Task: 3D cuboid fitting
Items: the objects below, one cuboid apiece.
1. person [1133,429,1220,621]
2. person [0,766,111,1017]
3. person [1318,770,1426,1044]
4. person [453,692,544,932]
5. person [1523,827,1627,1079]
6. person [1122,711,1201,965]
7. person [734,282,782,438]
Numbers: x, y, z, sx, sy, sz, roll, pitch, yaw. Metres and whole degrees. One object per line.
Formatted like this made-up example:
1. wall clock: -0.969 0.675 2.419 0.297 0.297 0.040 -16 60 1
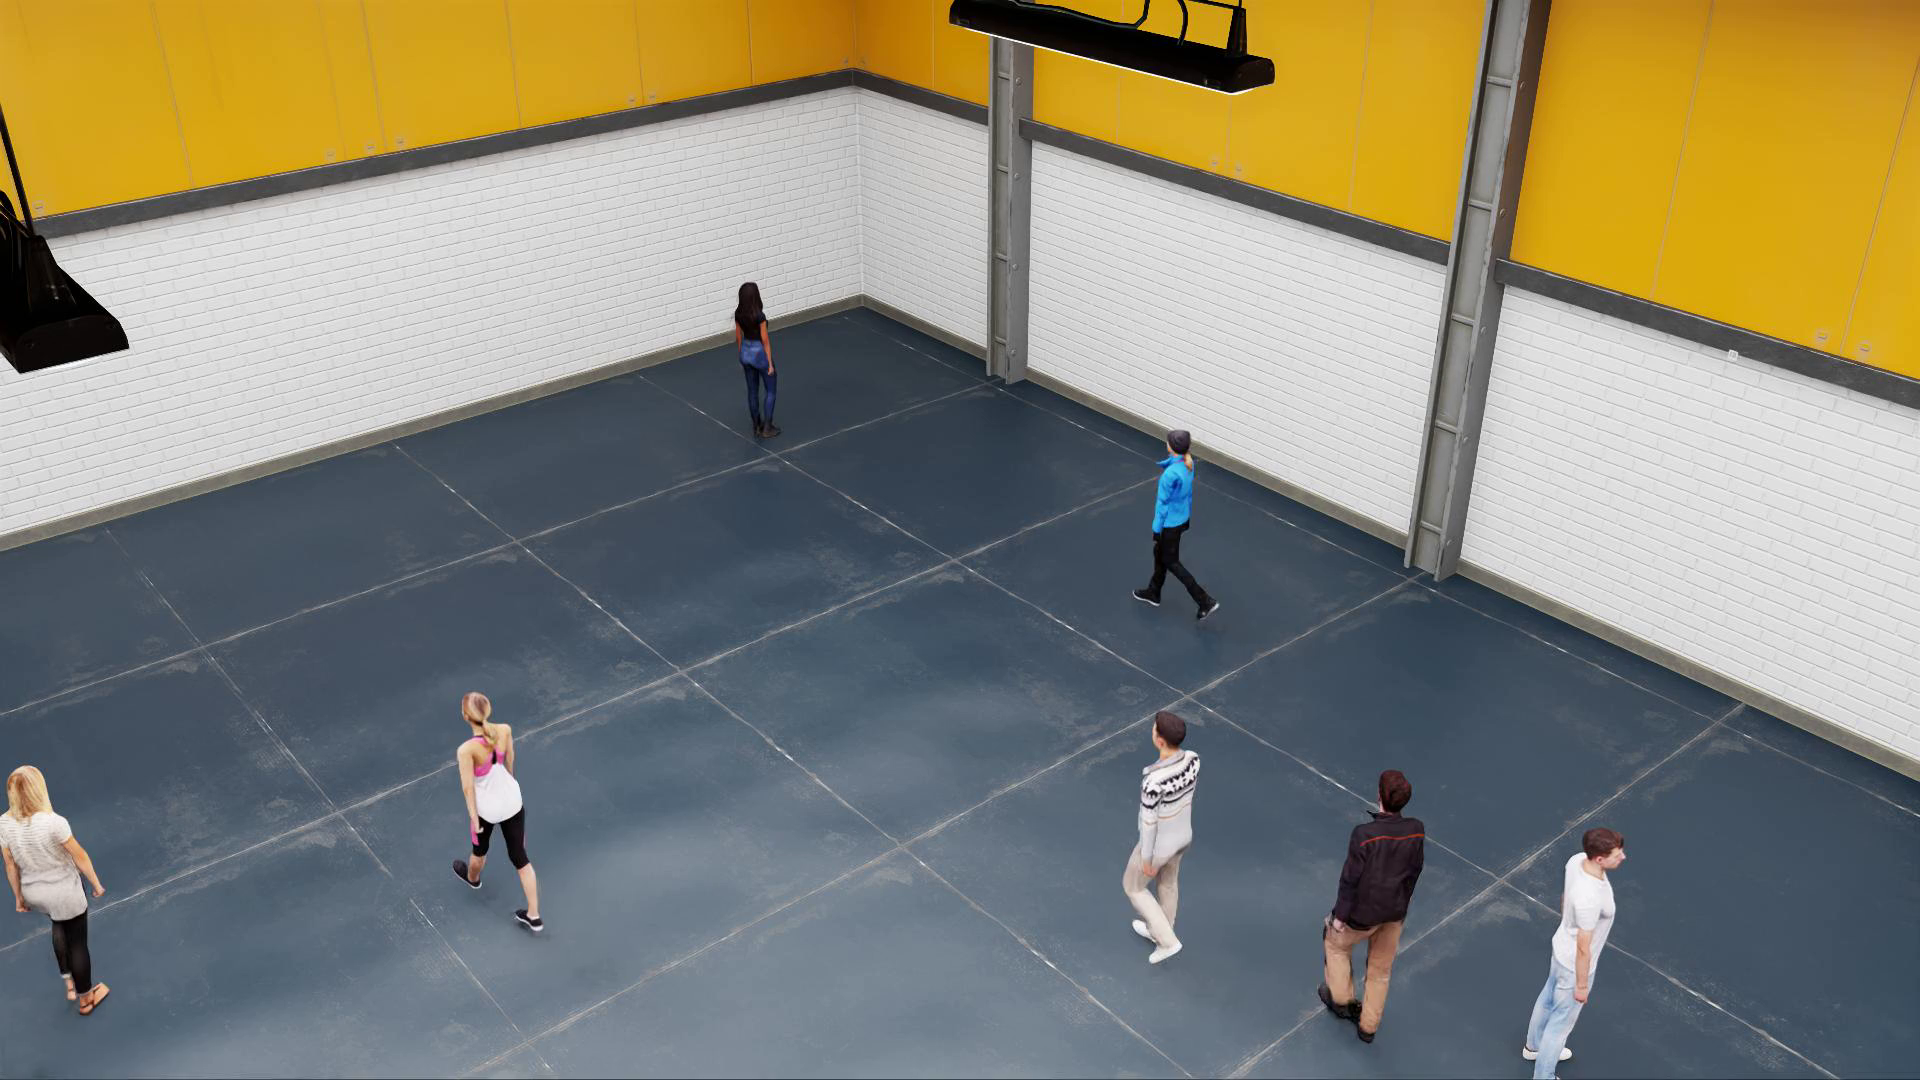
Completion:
1. person: 1.913 -0.101 14.402 1.164 1.768 0.774 21 35 33
2. person: -5.548 2.208 10.121 0.740 1.815 0.781 -1 29 -2
3. person: 2.502 2.257 9.935 0.863 1.907 0.890 -6 29 -11
4. person: -2.977 1.817 10.919 1.178 1.738 0.767 21 35 34
5. person: 3.573 2.423 9.688 0.763 1.851 0.727 5 29 9
6. person: 1.353 1.932 10.602 0.683 1.838 0.742 -23 36 -36
7. person: -2.209 -1.886 17.714 0.670 1.731 0.773 14 31 23
